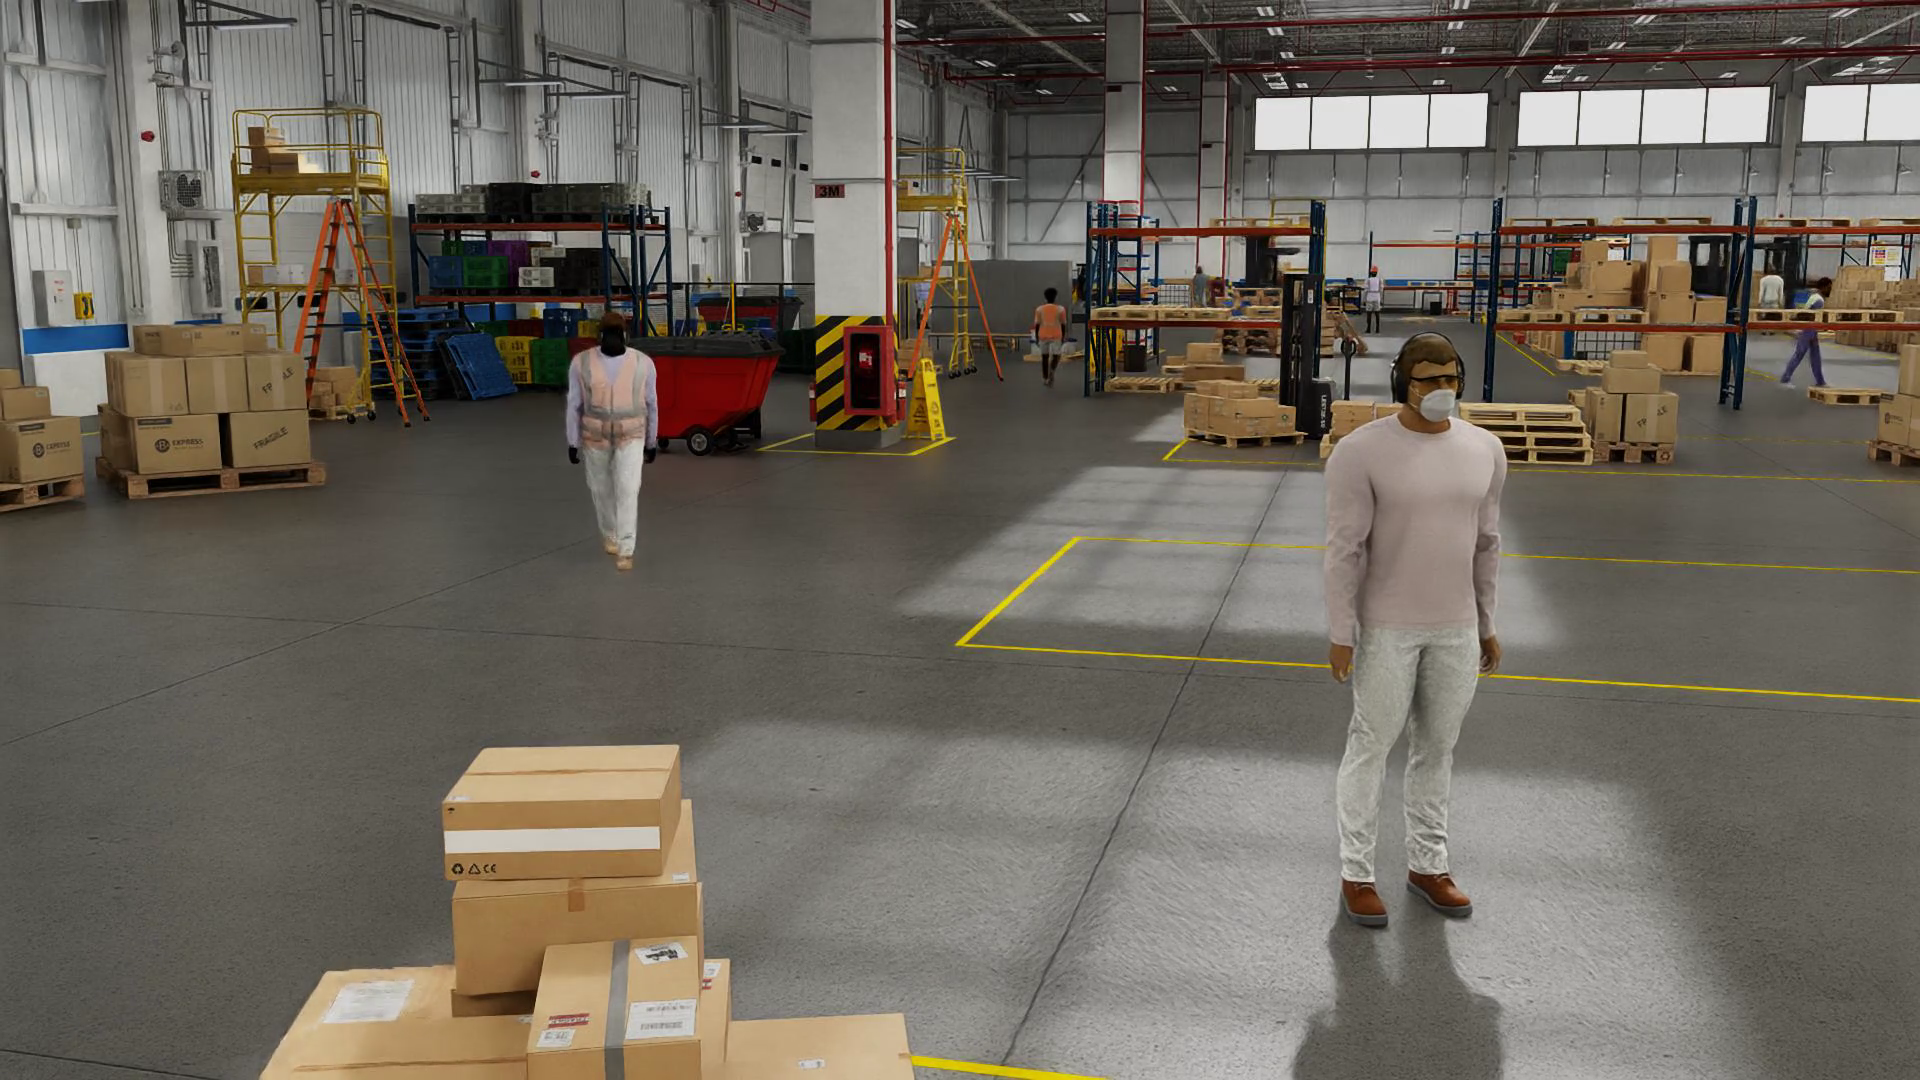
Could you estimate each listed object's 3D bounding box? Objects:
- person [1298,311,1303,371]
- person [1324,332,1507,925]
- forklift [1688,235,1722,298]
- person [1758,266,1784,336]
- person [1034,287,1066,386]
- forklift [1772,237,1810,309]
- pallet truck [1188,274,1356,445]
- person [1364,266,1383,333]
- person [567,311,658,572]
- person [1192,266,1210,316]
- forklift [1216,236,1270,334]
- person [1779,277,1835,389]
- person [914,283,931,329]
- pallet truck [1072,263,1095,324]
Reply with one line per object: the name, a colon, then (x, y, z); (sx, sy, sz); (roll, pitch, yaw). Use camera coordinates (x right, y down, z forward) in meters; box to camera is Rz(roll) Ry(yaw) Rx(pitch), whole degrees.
person: (6.725, -4.120, 32.045); (0.486, 1.737, 0.334); (-8, 13, -40)
person: (1.491, 0.291, 5.457); (0.636, 1.938, 0.358); (-3, 10, -14)
forklift: (21.960, -7.617, 49.252); (1.873, 2.768, 1.129); (-4, 11, -24)
person: (22.636, -6.672, 46.459); (0.635, 1.937, 0.352); (1, 10, 7)
person: (1.517, -3.432, 28.115); (0.539, 1.677, 0.571); (2, 10, 11)
forklift: (26.166, -8.222, 52.814); (1.873, 2.768, 1.129); (-1, 10, -7)
pallet truck: (3.653, -2.138, 19.590); (1.885, 1.965, 0.823); (-4, 10, -20)
person: (11.935, -6.941, 48.041); (0.542, 1.939, 0.364); (0, 10, 2)
person: (-2.467, -0.726, 11.852); (0.628, 1.815, 0.901); (-1, 10, -8)
person: (8.043, -8.198, 55.543); (0.632, 1.912, 0.848); (-5, 11, -25)
forklift: (7.862, -6.770, 44.262); (1.873, 2.768, 1.129); (6, 12, 33)
person: (14.106, -3.418, 27.601); (0.854, 1.855, 0.614); (4, 11, 24)
person: (-1.127, -7.380, 50.664); (0.543, 1.930, 0.389); (-5, 11, -29)
pallet truck: (4.325, -8.180, 55.162); (0.823, 1.965, 1.885); (6, 11, 31)
